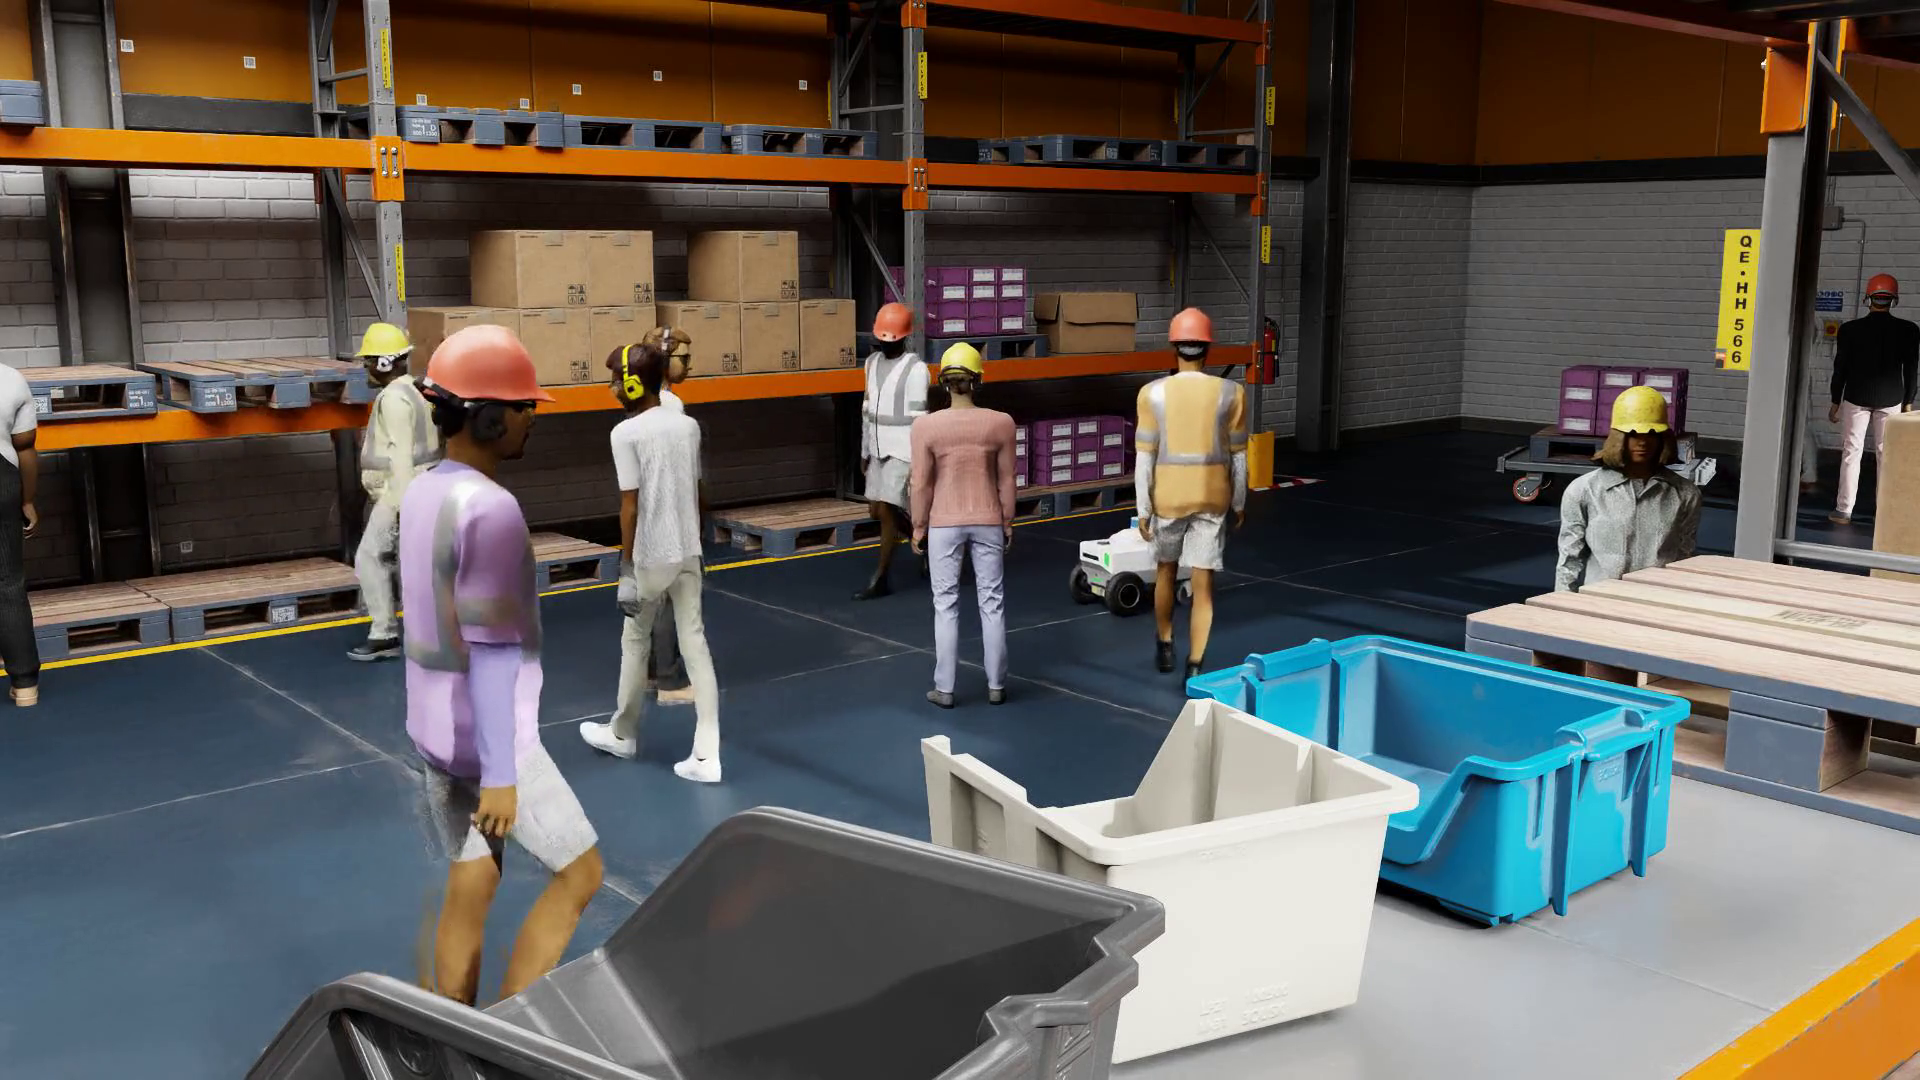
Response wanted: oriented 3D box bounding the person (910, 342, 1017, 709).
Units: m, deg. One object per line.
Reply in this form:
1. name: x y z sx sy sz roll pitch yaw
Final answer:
1. person: 0.014 -0.064 8.024 0.526 1.765 0.329 -2 10 -10

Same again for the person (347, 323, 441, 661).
1. person: -3.083 -0.247 8.913 0.660 1.806 0.631 -1 10 -7

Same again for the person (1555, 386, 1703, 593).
1. person: 2.366 0.322 5.917 0.492 1.742 0.318 1 10 4

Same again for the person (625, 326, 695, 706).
1. person: -1.447 -0.117 8.109 0.346 1.840 0.505 -7 12 -33

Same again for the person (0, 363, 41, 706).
1. person: -4.769 -0.181 7.901 0.689 2.000 0.537 -10 14 -44

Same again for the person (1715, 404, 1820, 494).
1. person: 7.408 -1.370 15.070 0.629 1.871 1.095 -5 11 -24

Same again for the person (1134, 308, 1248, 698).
1. person: 1.168 -0.210 8.433 0.561 1.905 0.853 2 10 9

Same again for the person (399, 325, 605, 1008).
1. person: -1.165 0.480 4.208 0.506 2.029 0.619 -7 12 -35

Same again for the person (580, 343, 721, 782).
1. person: -1.302 0.086 7.013 0.910 1.815 0.586 8 13 38

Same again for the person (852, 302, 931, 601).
1. person: -0.355 -0.563 10.522 0.709 1.887 0.584 -10 14 -43

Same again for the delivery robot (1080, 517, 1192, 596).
1. delivery robot: 1.099 0.101 10.223 0.707 0.478 0.477 -5 11 -28

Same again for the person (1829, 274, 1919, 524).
1. person: 7.257 -1.110 13.235 0.621 1.994 0.381 3 10 15
